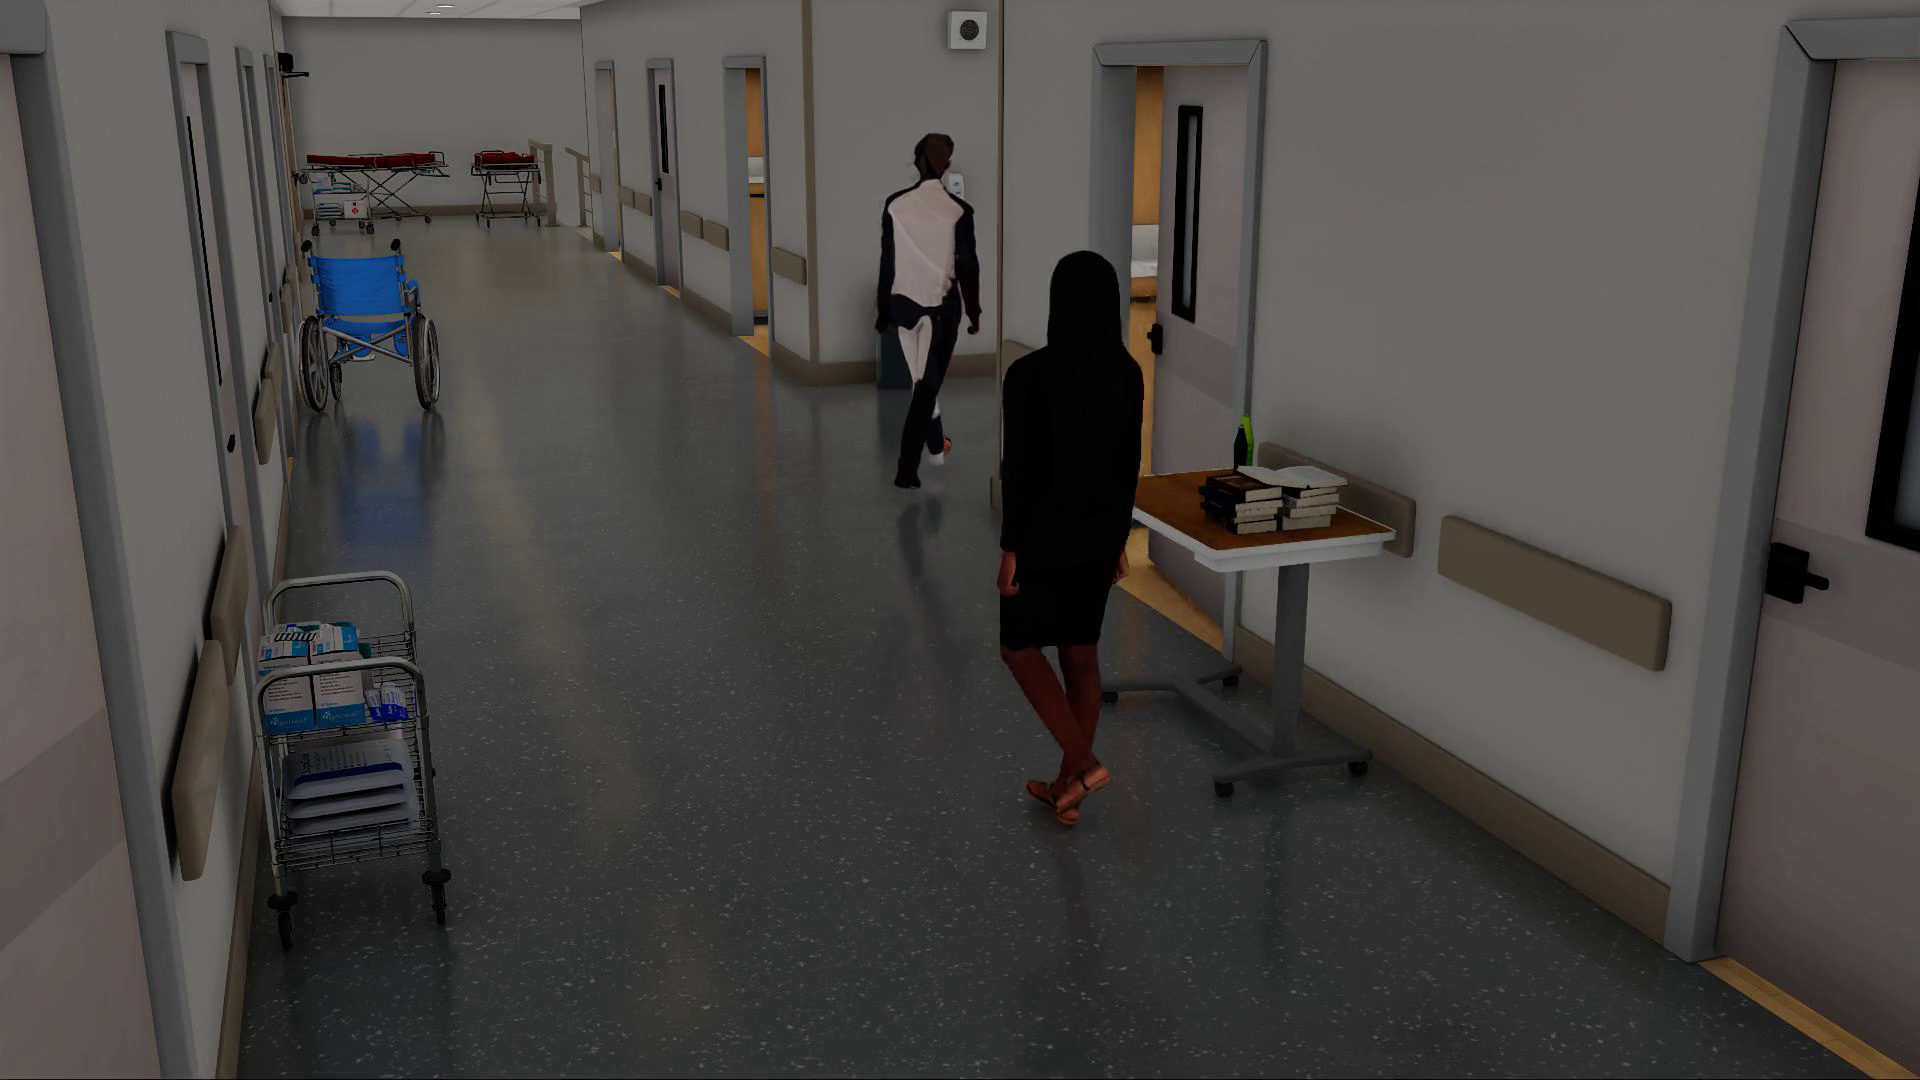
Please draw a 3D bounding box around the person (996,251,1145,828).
[{"bbox_3d":[0.351,0.047,4.760,0.675,1.716,0.755,-8,18,-27],"label":"person"}]

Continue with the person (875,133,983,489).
[{"bbox_3d":[-0.197,-1.151,8.786,1.205,1.836,1.322,5,17,18],"label":"person"}]
